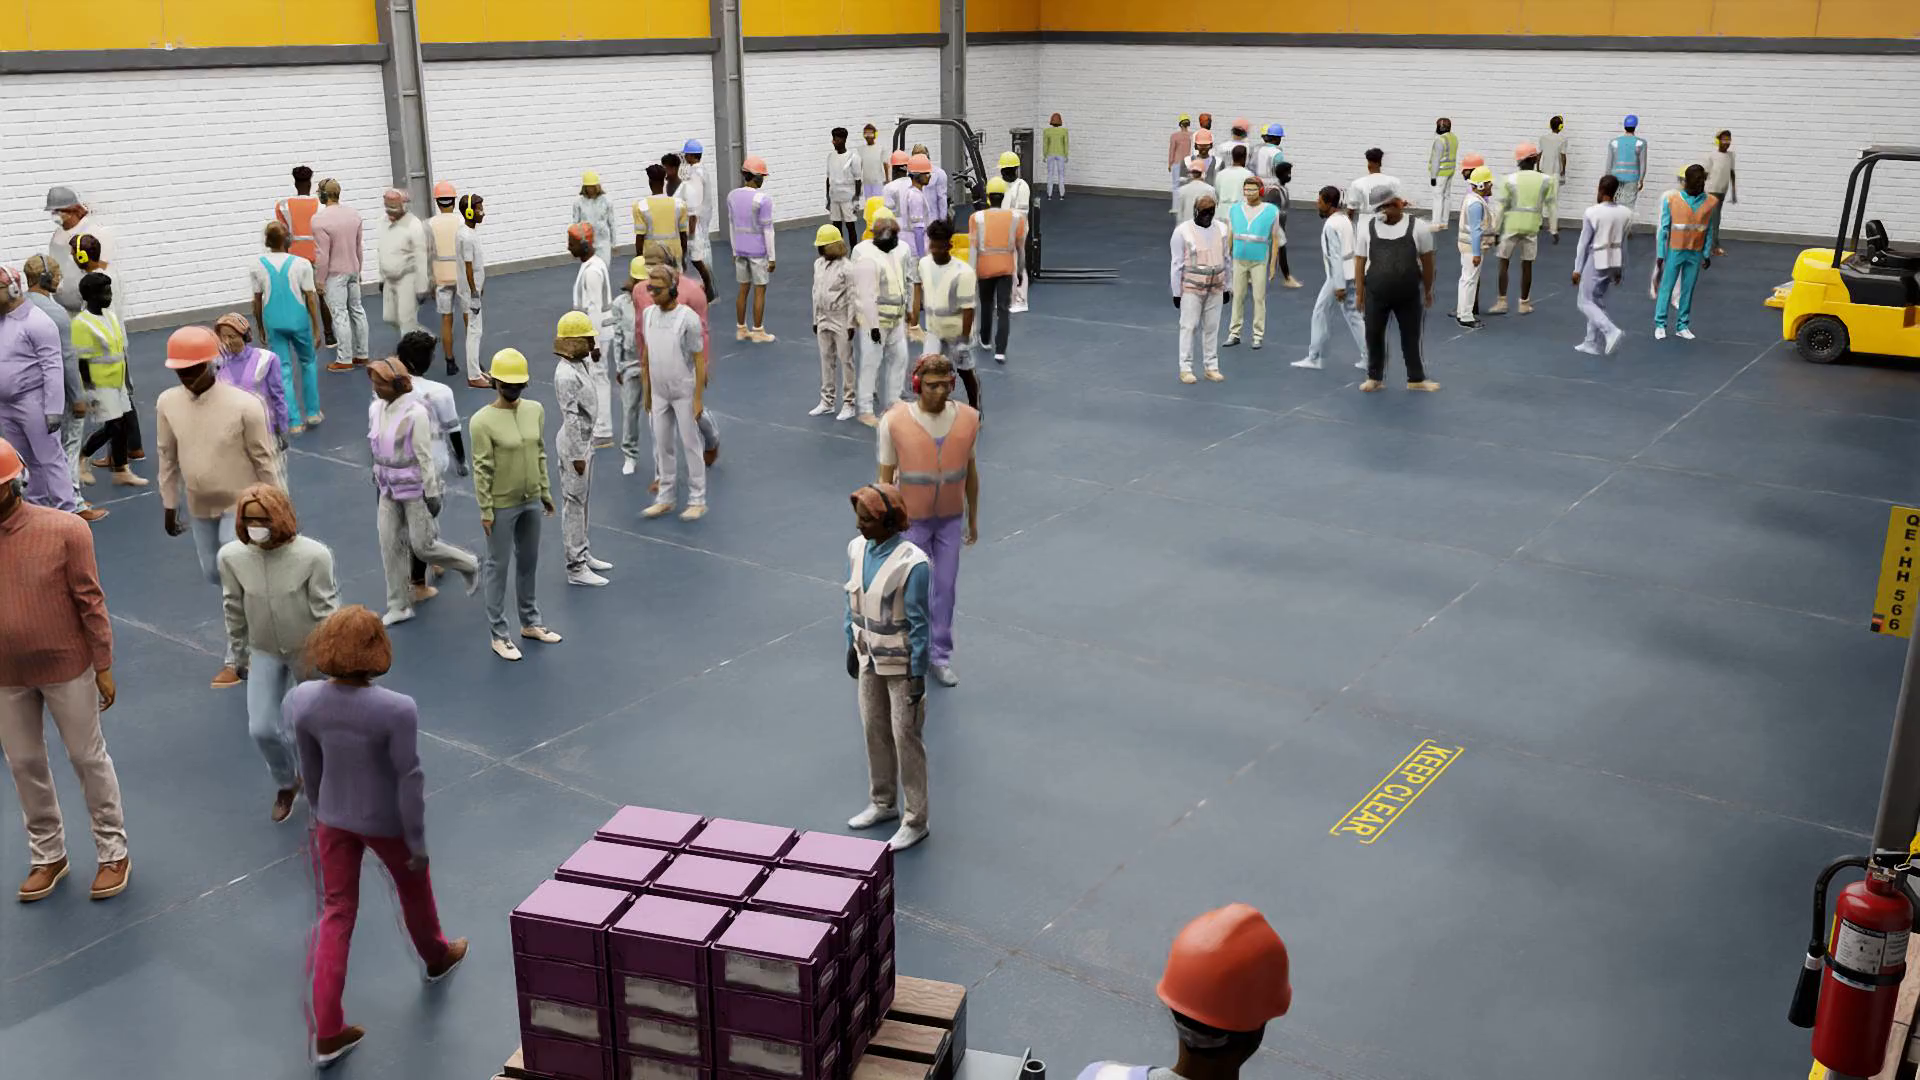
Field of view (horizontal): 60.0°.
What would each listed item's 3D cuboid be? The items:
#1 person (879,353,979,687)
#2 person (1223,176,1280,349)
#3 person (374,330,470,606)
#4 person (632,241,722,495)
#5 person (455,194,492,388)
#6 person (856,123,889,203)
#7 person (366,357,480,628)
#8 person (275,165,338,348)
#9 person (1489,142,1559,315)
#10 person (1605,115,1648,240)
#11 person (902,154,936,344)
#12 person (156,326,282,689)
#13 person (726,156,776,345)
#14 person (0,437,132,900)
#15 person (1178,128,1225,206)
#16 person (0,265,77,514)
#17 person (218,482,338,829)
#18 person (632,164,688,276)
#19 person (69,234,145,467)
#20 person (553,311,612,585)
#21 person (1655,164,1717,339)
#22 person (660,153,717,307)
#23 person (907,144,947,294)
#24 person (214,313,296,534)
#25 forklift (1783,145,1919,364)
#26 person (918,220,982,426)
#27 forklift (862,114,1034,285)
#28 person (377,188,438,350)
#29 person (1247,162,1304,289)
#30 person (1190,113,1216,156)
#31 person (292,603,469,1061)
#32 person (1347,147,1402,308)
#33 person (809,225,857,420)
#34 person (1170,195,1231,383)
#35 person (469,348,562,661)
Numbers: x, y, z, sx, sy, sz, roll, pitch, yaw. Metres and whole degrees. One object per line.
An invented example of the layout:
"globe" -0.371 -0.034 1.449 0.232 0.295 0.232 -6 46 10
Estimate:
"person" -0.177 -0.130 9.007 0.584 1.826 0.525 -8 19 -23
"person" 3.138 -2.989 17.923 0.570 1.843 0.372 9 20 25
"person" -3.313 -0.477 10.359 0.545 1.654 0.800 6 19 17
"person" -2.170 -1.361 12.759 0.641 1.901 0.916 6 19 18
"person" -4.681 -2.395 16.046 0.324 1.861 0.510 -6 19 -18
"person" -1.365 -5.510 25.803 0.502 1.851 0.417 7 19 20
"person" -3.249 -0.302 9.882 0.534 1.612 0.660 12 21 33
"person" -6.986 -3.033 17.892 0.613 1.952 0.389 -5 18 -14
"person" 6.758 -3.681 19.798 0.785 2.035 0.529 2 18 7
"person" 10.523 -5.728 26.318 0.605 1.951 0.384 10 20 28
"person" -0.443 -3.176 18.186 0.374 2.043 0.613 -3 18 -10
"person" -4.015 -0.240 9.149 0.652 1.963 0.828 3 18 8
"person" -2.241 -3.150 18.134 0.613 2.031 0.403 12 21 34
"person" -3.752 0.524 6.724 0.626 1.980 0.411 -3 18 -9
"person" 3.191 -4.404 22.028 0.615 2.043 0.373 0 18 -2
"person" -6.399 -0.924 11.365 0.652 1.905 0.408 9 20 26
"person" -2.957 0.518 7.317 0.510 1.616 0.370 -2 18 -6
"person" -3.224 -3.066 17.967 0.607 1.967 0.367 -9 20 -27
"person" -6.833 -1.506 13.278 0.345 1.854 0.524 1 18 2
"person" -2.403 -0.588 10.575 0.307 1.745 0.484 -1 18 -3
"person" 8.017 -3.190 18.428 0.597 1.921 0.382 0 18 0
"person" -3.356 -3.717 20.110 0.615 1.906 1.059 13 22 34
"person" -0.468 -4.045 21.097 0.641 1.927 0.381 5 18 15
"person" -4.761 -0.716 11.161 0.522 1.631 0.324 -2 18 -5
"forklift" 9.803 -2.879 17.013 2.313 2.155 1.214 12 21 33
"person" -0.104 -1.762 14.025 0.614 1.874 1.077 12 21 32
"forklift" -0.171 -4.594 22.377 2.313 2.155 1.214 1 18 3
"person" -5.513 -2.587 16.613 0.701 1.877 0.544 13 22 34
"person" 4.092 -4.142 21.849 0.914 1.647 0.539 7 19 21
"person" 4.065 -6.156 27.767 0.355 1.884 0.575 -10 20 -29
"person" -2.103 0.988 5.897 0.512 1.589 0.841 4 18 11
"person" 5.039 -3.758 20.159 0.728 1.949 0.672 2 18 7
"person" -1.131 -1.934 14.802 0.486 1.735 0.322 14 22 36
"person" 2.354 -2.449 16.264 0.639 1.830 0.429 -7 19 -20
"person" -2.495 -0.213 9.372 0.330 1.765 0.526 11 21 31
